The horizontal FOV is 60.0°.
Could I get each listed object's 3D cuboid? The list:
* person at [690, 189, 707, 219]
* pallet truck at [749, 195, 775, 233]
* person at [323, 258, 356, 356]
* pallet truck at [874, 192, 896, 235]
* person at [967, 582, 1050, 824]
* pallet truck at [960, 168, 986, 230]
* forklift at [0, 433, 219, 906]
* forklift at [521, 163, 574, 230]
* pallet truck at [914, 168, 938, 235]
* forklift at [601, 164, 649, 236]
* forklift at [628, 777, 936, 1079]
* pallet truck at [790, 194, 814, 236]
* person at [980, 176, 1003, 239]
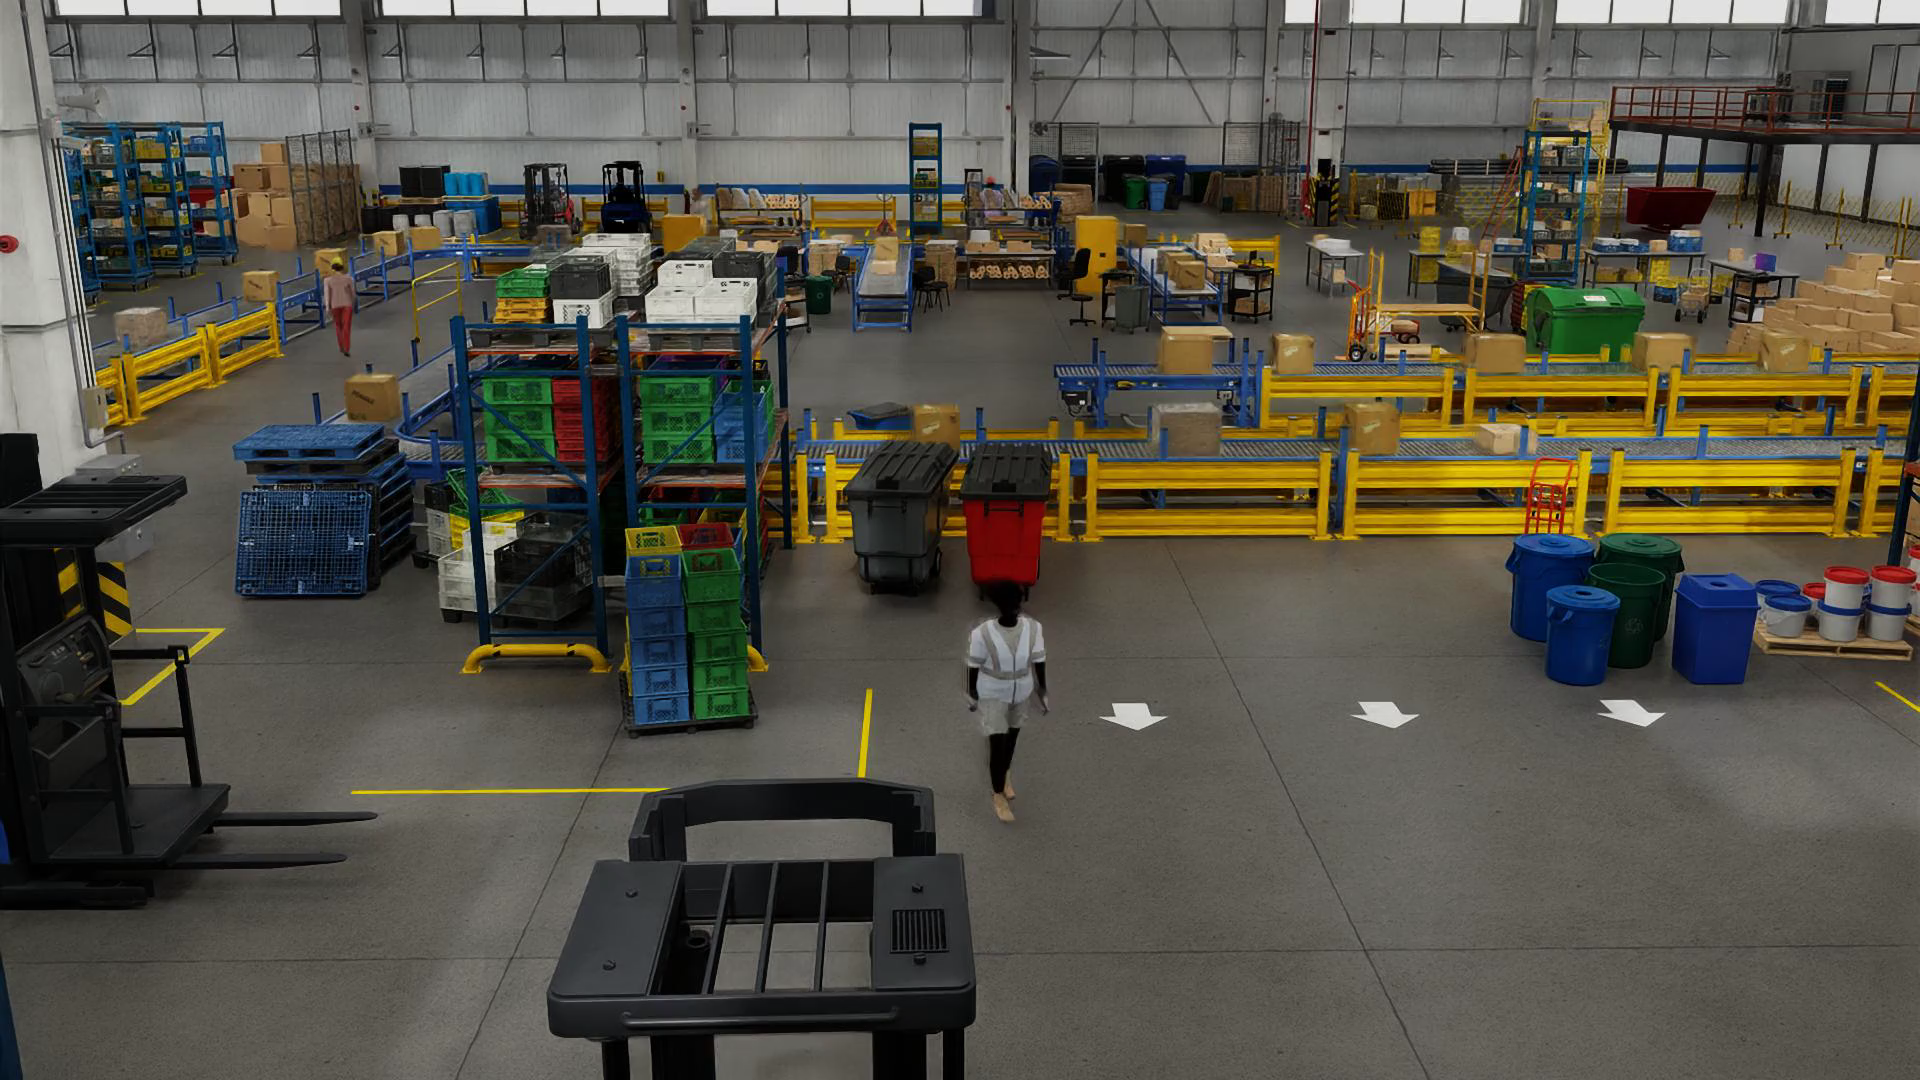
[{"bbox_3d":[-6.783,-8.214,43.392,0.797,1.885,0.645,-13,21,-38],"label":"person"},{"bbox_3d":[-6.051,-9.967,50.660,0.680,1.201,1.601,0,16,-1],"label":"pallet truck"},{"bbox_3d":[-10.996,-4.138,29.537,0.508,1.721,0.880,-4,16,-12],"label":"person"},{"bbox_3d":[-2.277,-9.986,50.594,0.653,1.274,1.630,0,16,-1],"label":"pallet truck"},{"bbox_3d":[0.352,1.094,11.424,0.544,1.659,0.789,-7,17,-22],"label":"person"},{"bbox_3d":[0.383,-10.230,50.206,0.823,1.965,1.885,-1,16,-3],"label":"pallet truck"},{"bbox_3d":[-5.952,0.780,10.366,1.873,2.768,1.129,0,16,-1],"label":"forklift"},{"bbox_3d":[-12.233,-10.122,49.298,1.157,1.987,2.680,0,16,-1],"label":"forklift"},{"bbox_3d":[-0.989,-10.316,50.507,0.823,1.965,1.885,1,16,3],"label":"pallet truck"},{"bbox_3d":[-9.948,-10.127,49.296,1.157,1.987,2.680,-1,16,-3],"label":"forklift"},{"bbox_3d":[-0.542,2.165,5.552,1.129,2.768,1.873,-1,16,-2],"label":"forklift"},{"bbox_3d":[-4.814,-9.883,50.259,0.704,1.261,1.522,-1,16,-3],"label":"pallet truck"},{"bbox_3d":[0.871,-8.943,45.654,0.615,2.041,0.388,3,16,10],"label":"person"}]
